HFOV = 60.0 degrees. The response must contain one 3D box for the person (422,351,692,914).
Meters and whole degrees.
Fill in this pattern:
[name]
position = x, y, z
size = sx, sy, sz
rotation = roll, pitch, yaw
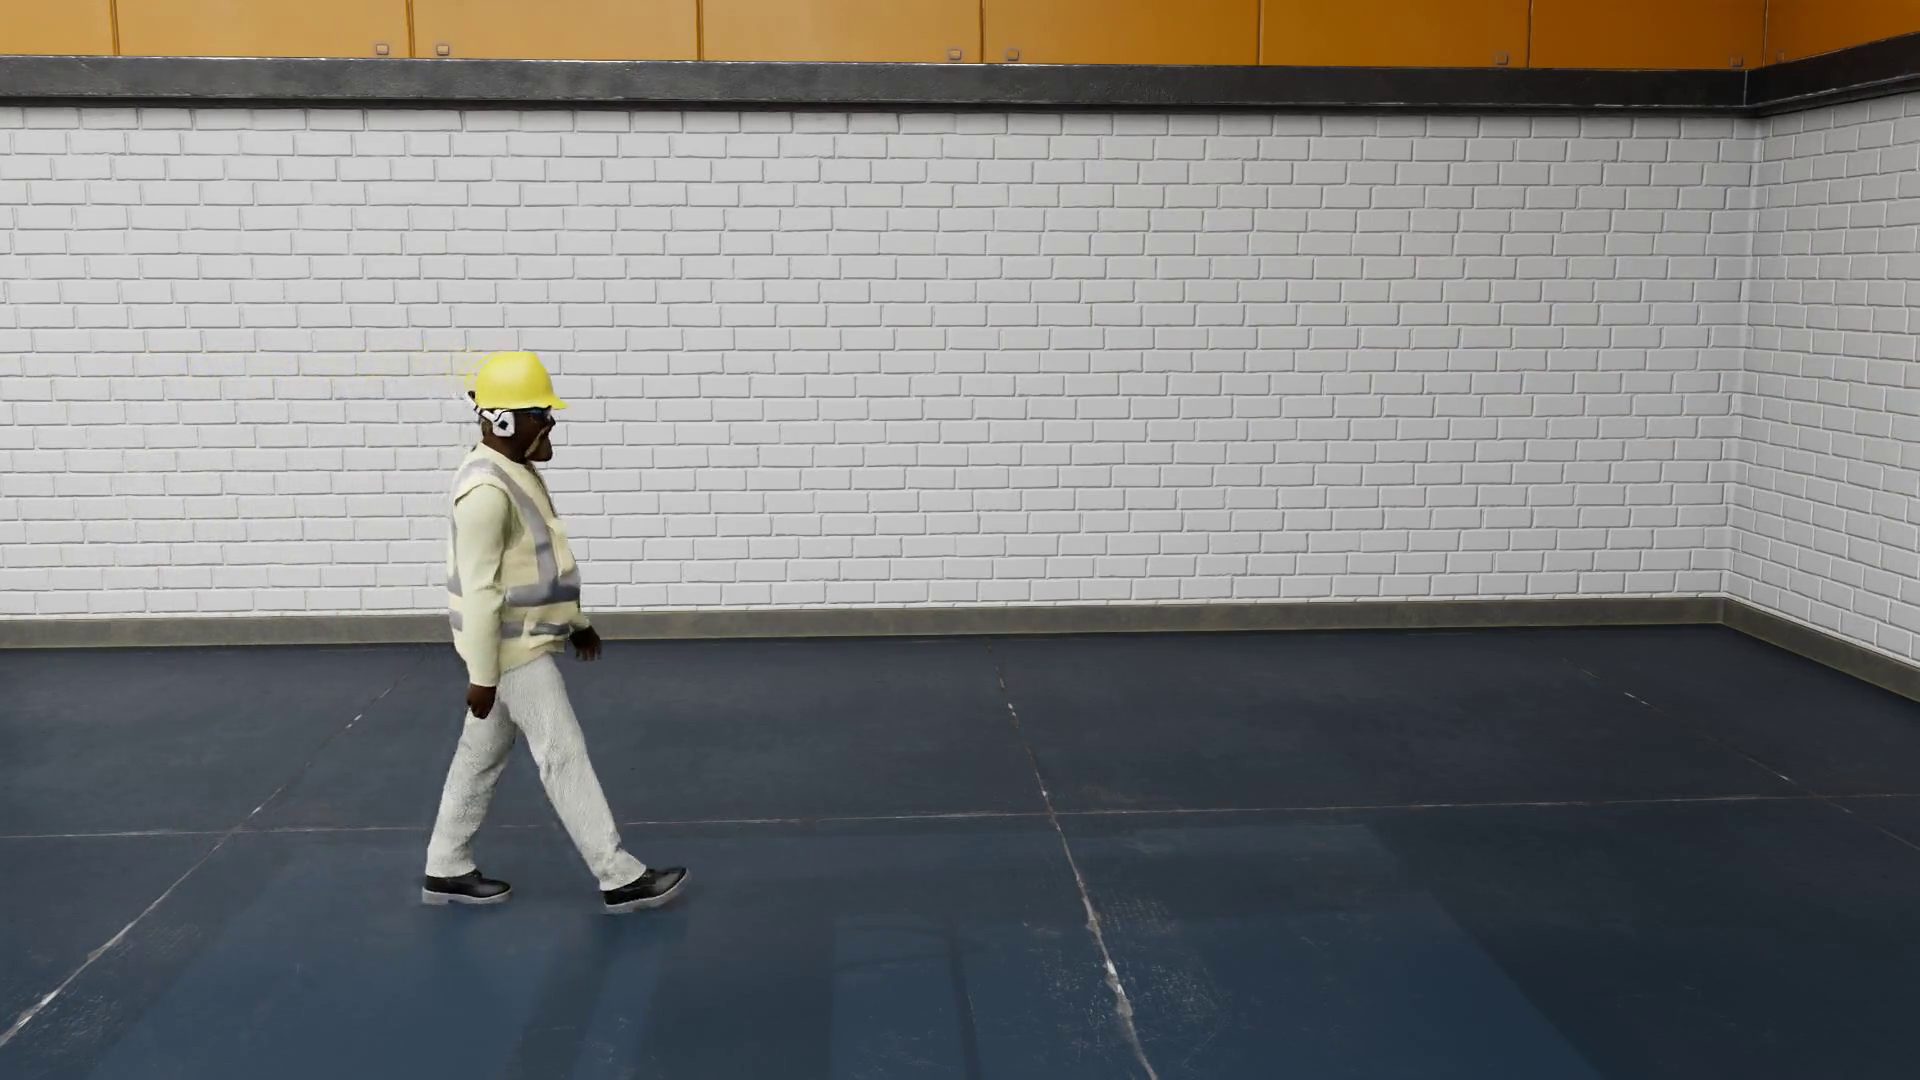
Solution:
[person]
position = -1.333, 0.303, 5.250
size = 0.865, 1.789, 0.594
rotation = -2, 9, -11
